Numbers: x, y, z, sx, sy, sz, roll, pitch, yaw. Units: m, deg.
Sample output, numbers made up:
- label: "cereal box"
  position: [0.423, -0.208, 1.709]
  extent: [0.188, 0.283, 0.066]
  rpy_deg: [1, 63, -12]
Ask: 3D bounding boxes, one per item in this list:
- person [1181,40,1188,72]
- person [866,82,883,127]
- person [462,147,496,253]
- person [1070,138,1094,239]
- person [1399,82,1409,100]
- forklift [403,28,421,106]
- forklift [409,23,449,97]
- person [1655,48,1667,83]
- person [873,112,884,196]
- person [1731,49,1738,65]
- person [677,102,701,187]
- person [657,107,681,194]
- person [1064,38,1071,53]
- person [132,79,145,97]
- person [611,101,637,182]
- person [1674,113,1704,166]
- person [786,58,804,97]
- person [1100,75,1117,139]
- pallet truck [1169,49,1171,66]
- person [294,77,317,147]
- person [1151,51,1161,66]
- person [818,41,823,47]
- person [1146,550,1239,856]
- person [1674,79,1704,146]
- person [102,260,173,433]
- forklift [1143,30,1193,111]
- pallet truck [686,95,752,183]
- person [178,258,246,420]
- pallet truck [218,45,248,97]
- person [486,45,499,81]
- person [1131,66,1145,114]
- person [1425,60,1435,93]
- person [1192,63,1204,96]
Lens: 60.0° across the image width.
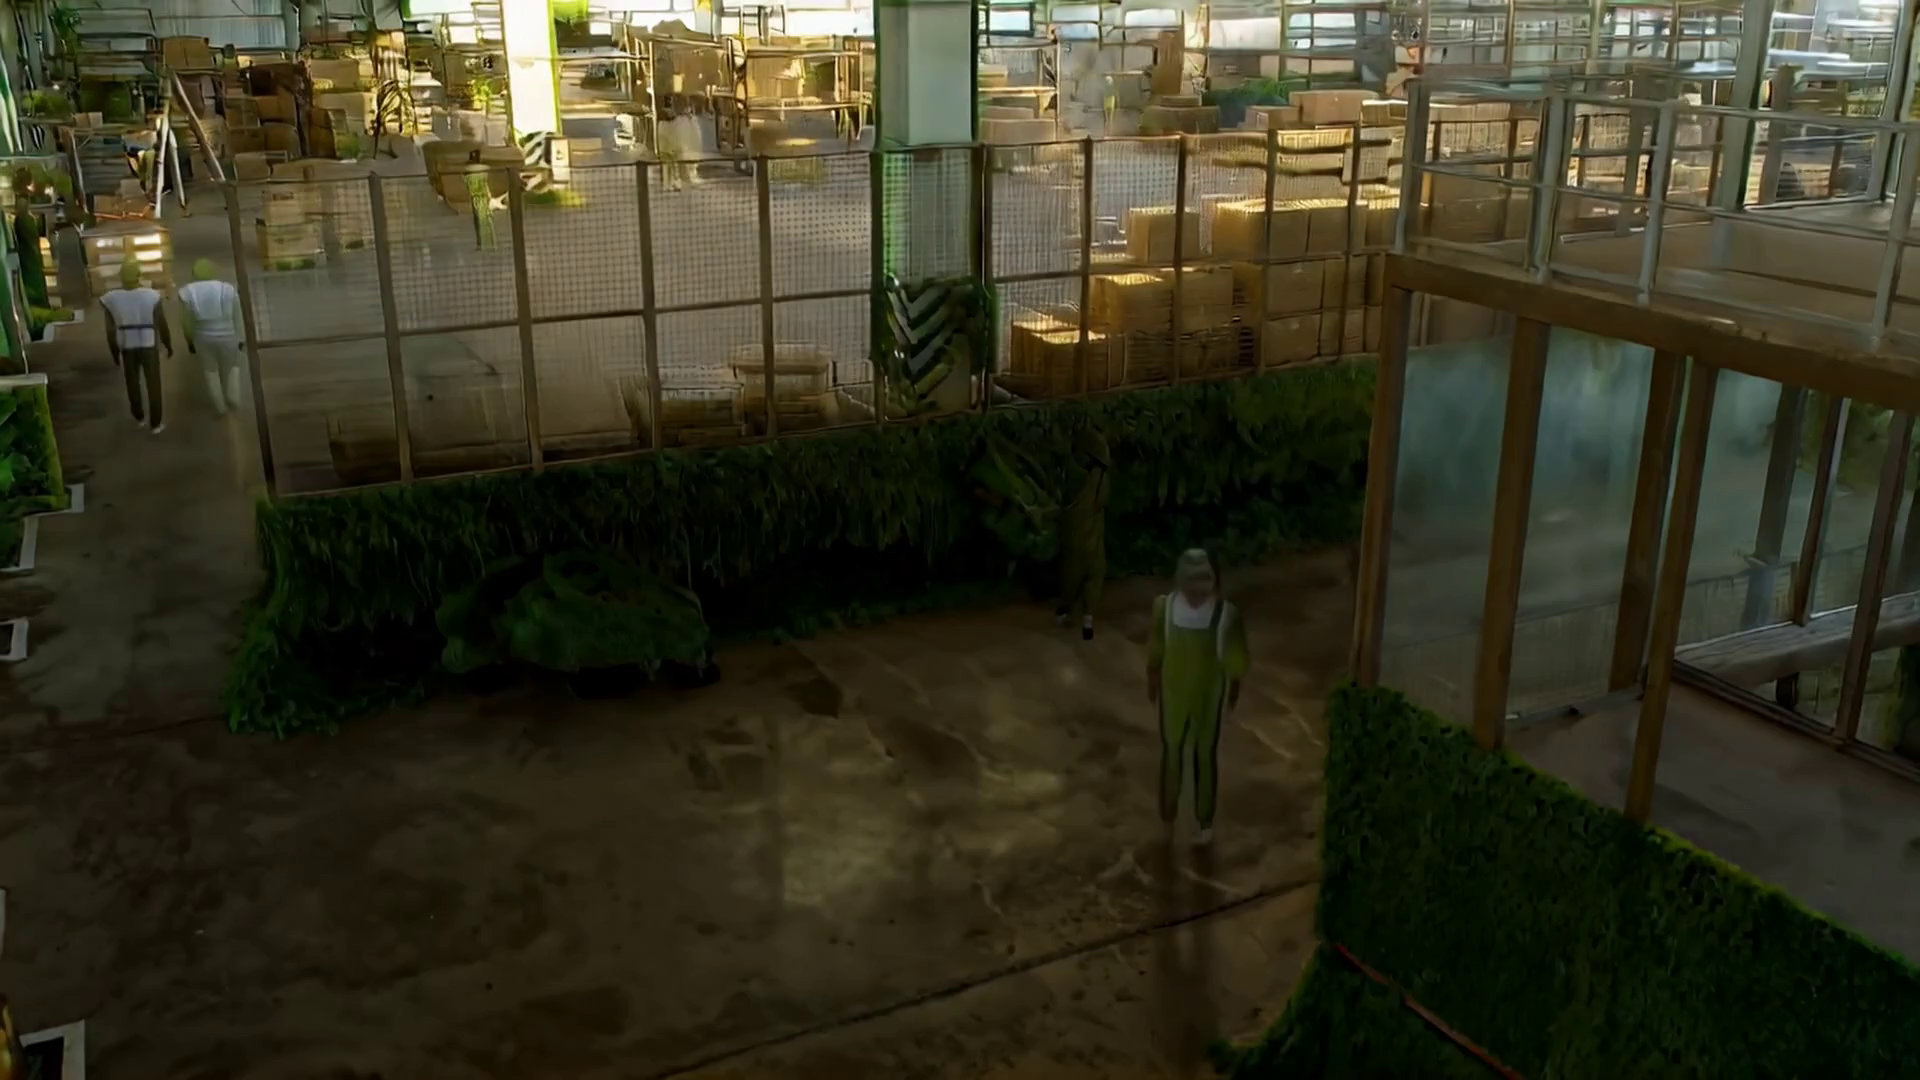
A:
- label: "person"
  position: [9.596, -20.778, 72.377]
  extent: [0.546, 1.892, 0.982]
  rpy_deg: [15, 24, 37]
- label: "person"
  position: [-2.237, -11.102, 44.119]
  extent: [0.536, 2.000, 0.688]
  rpy_deg: [-1, 19, -4]
- label: "person"
  position: [-8.639, -6.093, 29.868]
  extent: [0.517, 1.865, 0.334]
  rpy_deg: [-8, 21, -23]
- label: "person"
  position: [2.307, -6.633, 31.425]
  extent: [0.352, 1.877, 0.572]
  rpy_deg: [-17, 25, -40]
- label: "person"
  position: [13.209, -12.712, 49.338]
  extent: [0.593, 1.678, 0.541]
  rpy_deg: [5, 20, 15]
- label: "forklift"
  position: [-19.978, -17.146, 60.373]
  extent: [1.873, 2.768, 1.129]
  rpy_deg: [7, 20, 21]
- label: "forklift"
  position: [-21.101, -18.779, 65.108]
  extent: [1.129, 2.768, 1.873]
  rpy_deg: [-17, 26, -41]
- label: "person"
  position: [28.936, -19.330, 68.444]
  extent: [0.554, 1.720, 0.856]
  rpy_deg: [-10, 21, -27]
- label: "person"
  position: [-1.728, -8.609, 37.146]
  extent: [0.502, 1.873, 0.606]
  rpy_deg: [12, 22, 31]
- label: "person"
  position: [31.565, -19.117, 67.816]
  extent: [0.535, 1.741, 0.718]
  rpy_deg: [-10, 21, -26]
- label: "person"
  position: [-6.355, -9.266, 38.968]
  extent: [0.538, 1.928, 0.646]
  rpy_deg: [11, 22, 29]
- label: "person"
  position: [-6.592, -8.846, 37.766]
  extent: [0.583, 1.921, 0.390]
  rpy_deg: [14, 23, 35]
- label: "person"
  position: [5.099, -22.965, 79.024]
  extent: [0.317, 1.697, 0.540]
  rpy_deg: [6, 20, 17]
- label: "person"
  position: [-25.371, -13.403, 51.419]
  extent: [0.524, 1.628, 0.321]
  rpy_deg: [5, 20, 15]
- label: "person"
  position: [-7.964, -9.475, 39.616]
  extent: [0.618, 1.910, 0.854]
  rpy_deg: [-9, 21, -25]
- label: "person"
  position: [16.468, -8.784, 37.607]
  extent: [0.553, 1.913, 0.824]
  rpy_deg: [15, 24, 37]
- label: "person"
  position: [-5.954, -16.538, 60.193]
  extent: [0.650, 1.837, 0.430]
  rpy_deg: [3, 19, 10]
- label: "person"
  position: [4.446, -12.943, 49.740]
  extent: [0.526, 1.859, 0.316]
  rpy_deg: [14, 23, 35]
- label: "pallet truck"
  position: [9.045, -19.971, 69.895]
  extent: [0.823, 1.965, 1.885]
  rpy_deg: [-3, 19, -8]
- label: "person"
  position: [-18.680, -12.238, 47.582]
  extent: [0.587, 1.930, 0.360]
  rpy_deg: [-8, 20, -21]
- label: "person"
  position: [7.460, -17.693, 63.474]
  extent: [1.029, 1.893, 0.639]
  rpy_deg: [16, 25, 39]
- label: "person"
  position: [-6.439, -22.167, 76.726]
  extent: [0.558, 1.678, 0.524]
  rpy_deg: [-18, 26, -42]
- label: "person"
  position: [1.321, 0.933, 9.557]
  extent: [0.510, 1.846, 0.416]
  rpy_deg: [7, 20, 18]
- label: "person"
  position: [20.031, -11.648, 45.758]
  extent: [0.628, 2.019, 0.741]
  rpy_deg: [-7, 20, -21]
- label: "person"
  position: [-9.058, -2.151, 18.405]
  extent: [0.613, 1.895, 0.710]
  rpy_deg: [-7, 20, -19]
- label: "forklift"
  position: [7.373, -16.395, 58.196]
  extent: [1.873, 2.768, 1.129]
  rpy_deg: [-9, 21, -25]
- label: "pallet truck"
  position: [-5.836, -9.608, 39.856]
  extent: [0.823, 1.965, 1.885]
  rpy_deg: [10, 22, 27]
- label: "person"
  position: [-8.484, -2.310, 18.955]
  extent: [0.653, 1.825, 0.634]
  rpy_deg: [-6, 20, -16]
- label: "pallet truck"
  position: [-28.879, -18.665, 66.111]
  extent: [0.823, 1.965, 1.885]
  rpy_deg: [-3, 19, -9]
- label: "person"
  position: [-20.181, -20.484, 71.832]
  extent: [0.540, 1.697, 0.317]
  rpy_deg: [-15, 24, -37]
- label: "person"
  position: [6.202, -15.705, 58.070]
  extent: [0.522, 1.640, 0.306]
  rpy_deg: [-5, 20, -14]
- label: "person"
  position: [15.899, -15.267, 56.360]
  extent: [0.536, 1.928, 0.646]
  rpy_deg: [3, 19, 8]
- label: "person"
  position: [7.751, -14.549, 54.224]
  extent: [0.362, 1.963, 0.614]
  rpy_deg: [-3, 19, -7]
